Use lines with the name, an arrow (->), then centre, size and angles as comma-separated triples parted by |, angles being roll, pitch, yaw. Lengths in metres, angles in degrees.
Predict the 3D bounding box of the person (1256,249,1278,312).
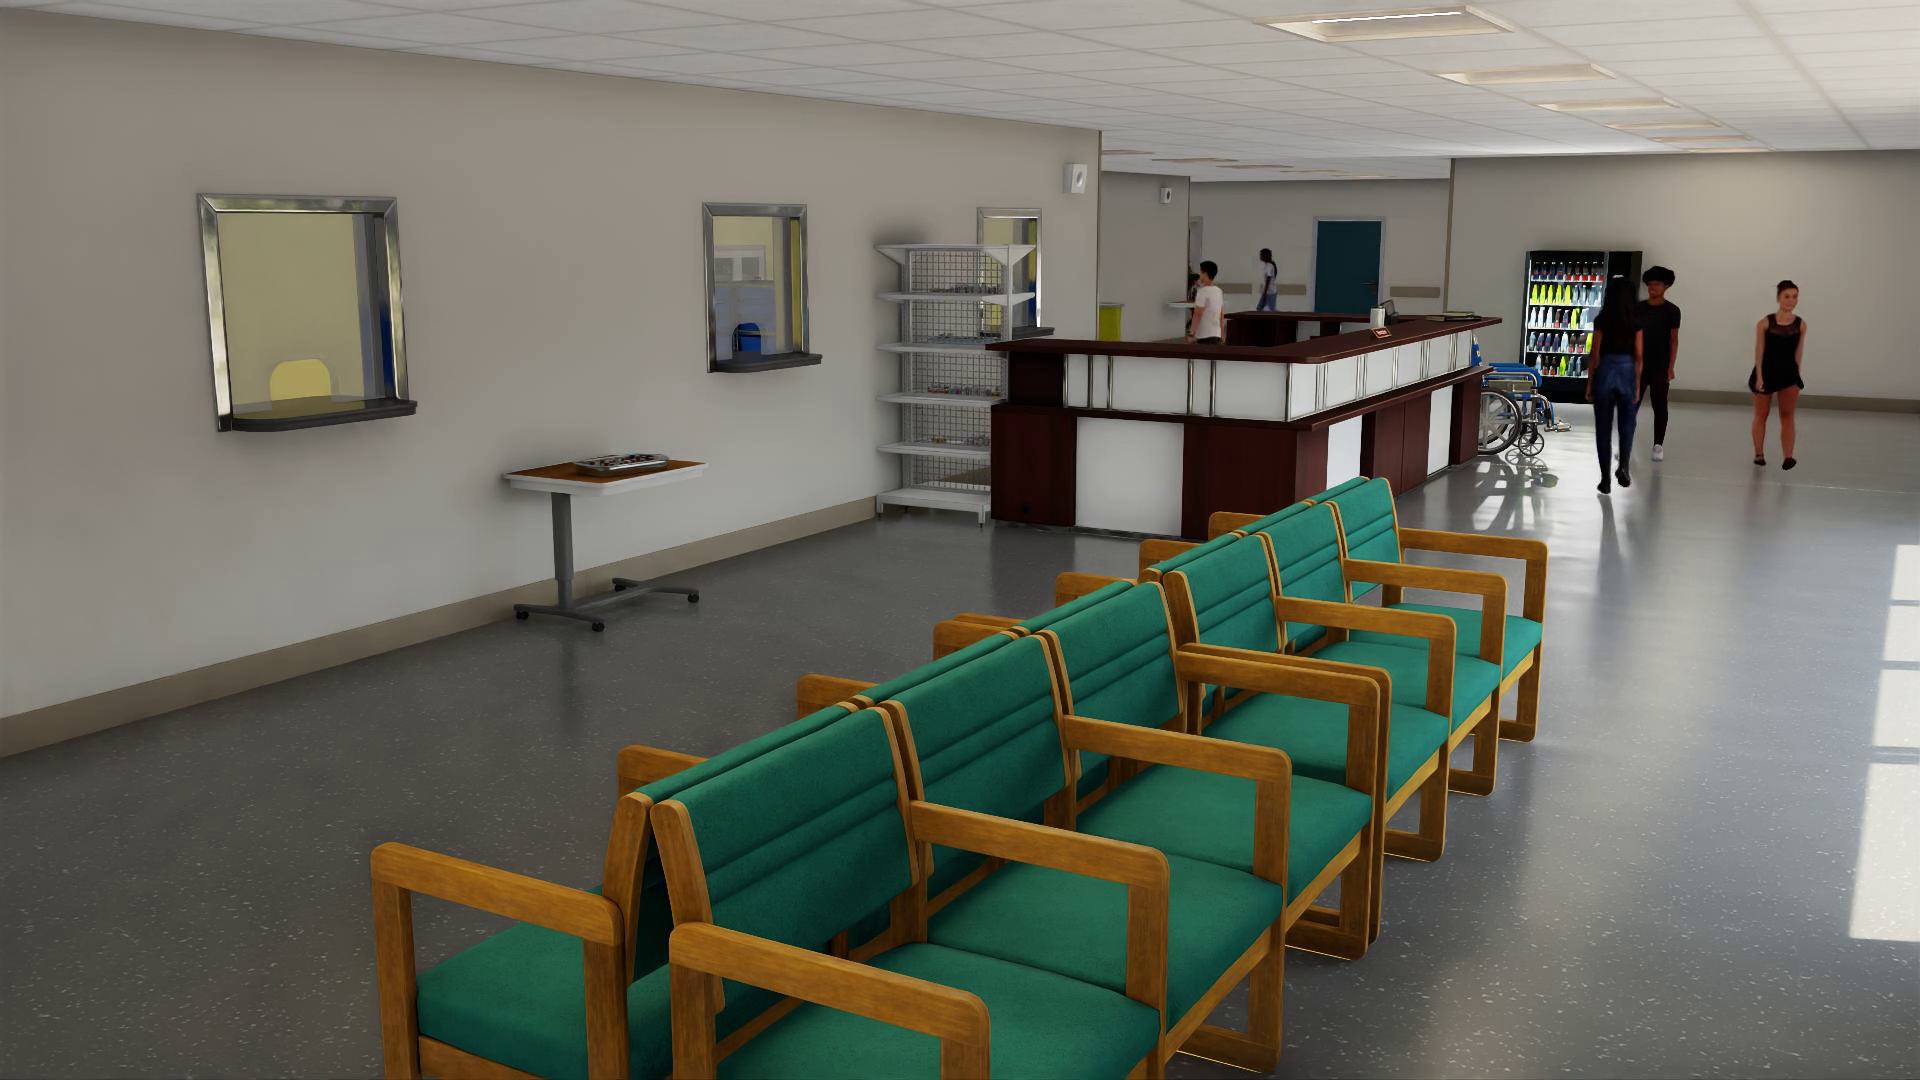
person -> 5.896, -4.607, 31.274 | 1.125, 1.685, 0.978 | 0, 11, 2

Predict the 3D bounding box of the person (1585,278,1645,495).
person -> 5.238, -1.214, 13.279 | 0.694, 1.728, 0.724 | 2, 11, 13

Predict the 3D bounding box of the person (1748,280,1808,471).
person -> 7.143, -1.417, 14.611 | 1.090, 1.631, 0.818 | 3, 11, 16

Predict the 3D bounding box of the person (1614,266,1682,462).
person -> 6.393, -1.644, 15.400 | 0.524, 1.784, 0.679 | 7, 13, 33

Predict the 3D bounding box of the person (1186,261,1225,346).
person -> 2.997, -2.415, 19.658 | 1.094, 1.680, 0.722 | 8, 13, 37
